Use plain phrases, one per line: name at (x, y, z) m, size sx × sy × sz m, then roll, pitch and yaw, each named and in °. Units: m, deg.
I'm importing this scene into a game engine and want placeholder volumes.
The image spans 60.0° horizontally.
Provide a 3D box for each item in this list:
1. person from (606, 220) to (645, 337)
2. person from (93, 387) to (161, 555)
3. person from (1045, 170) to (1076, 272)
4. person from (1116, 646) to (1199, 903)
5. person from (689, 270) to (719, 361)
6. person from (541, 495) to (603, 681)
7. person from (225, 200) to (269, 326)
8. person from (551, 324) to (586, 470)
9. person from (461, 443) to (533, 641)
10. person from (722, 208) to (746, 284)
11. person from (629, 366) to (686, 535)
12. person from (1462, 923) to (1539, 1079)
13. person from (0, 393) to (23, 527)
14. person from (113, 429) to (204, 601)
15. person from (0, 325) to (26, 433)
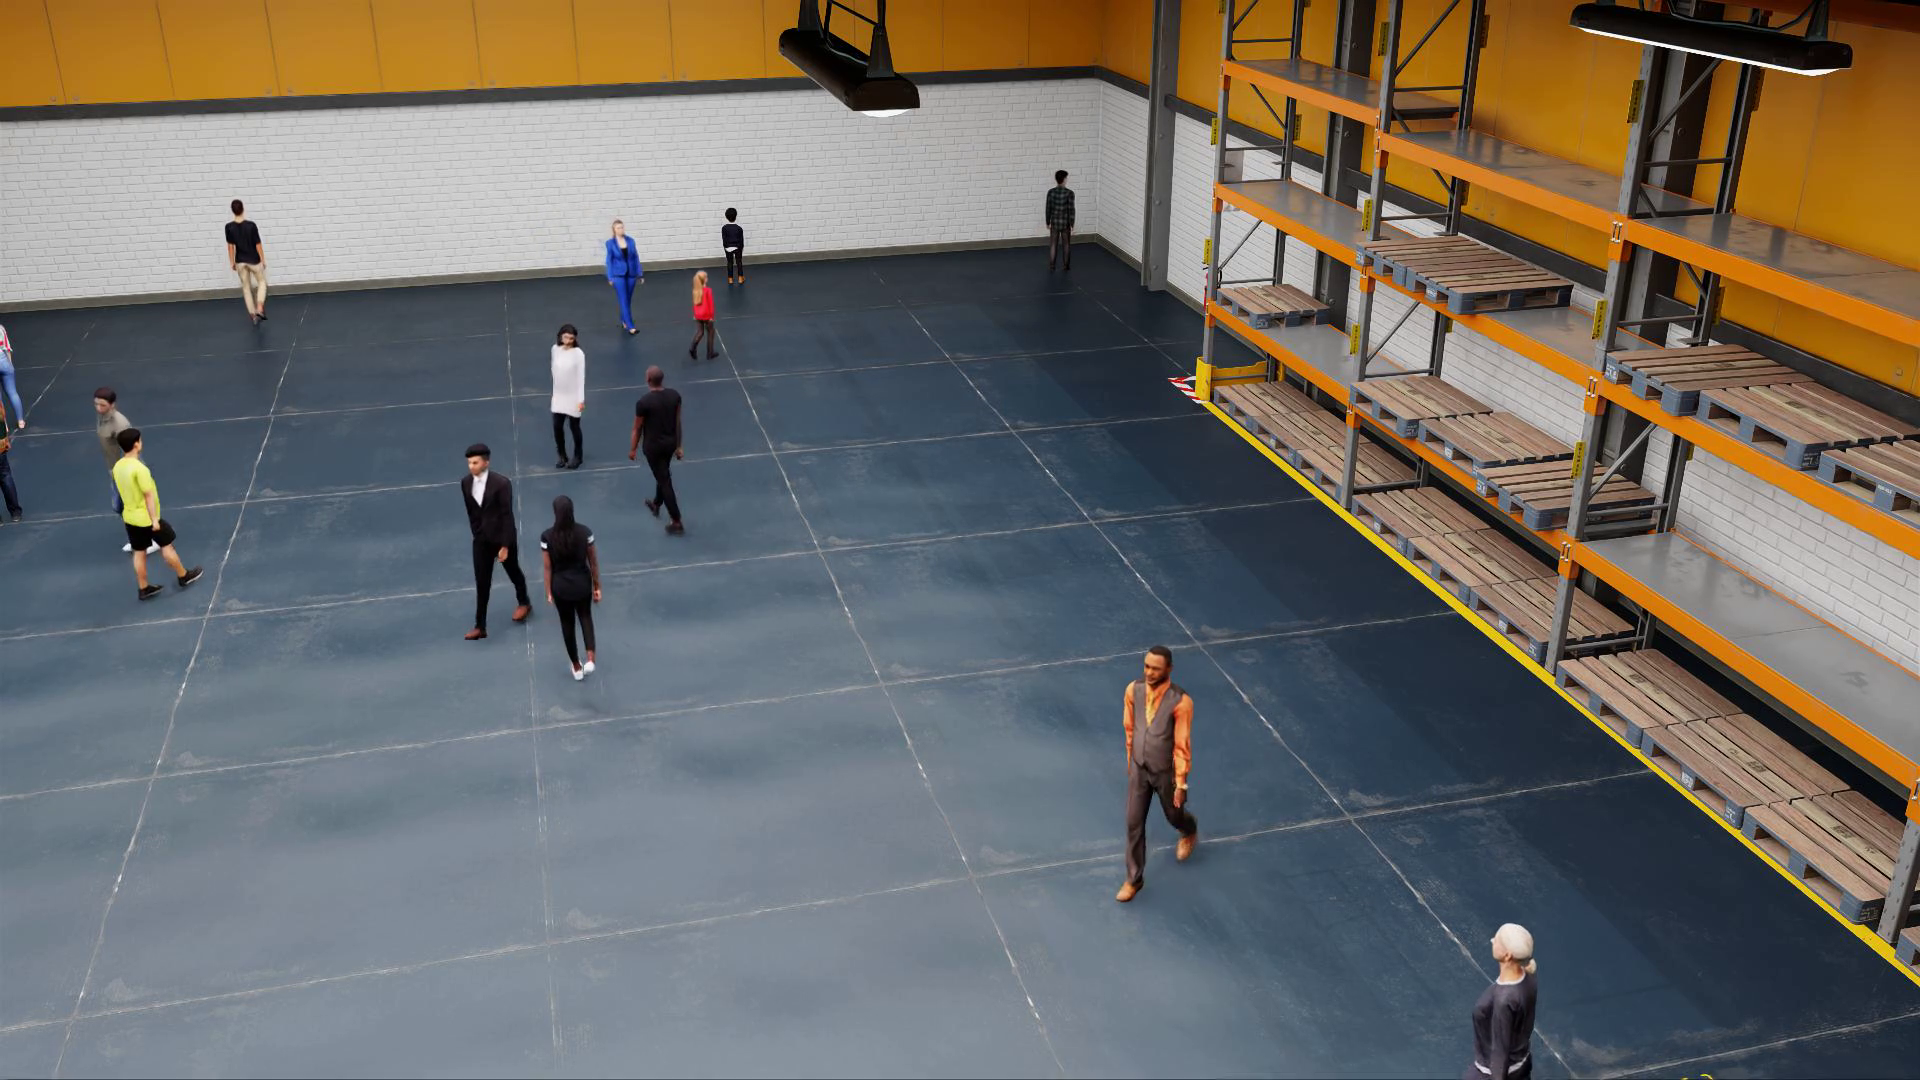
person at (-4.937, -3.835, 24.286) m, size 0.883 × 1.666 × 1.163 m, roll -16°, pitch 28°, yaw -33°
person at (-8.427, -0.718, 16.950) m, size 0.911 × 1.829 × 0.833 m, roll -20°, pitch 31°, yaw -38°
person at (1.665, -5.308, 27.734) m, size 0.742 × 1.713 × 0.720 m, roll 7°, pitch 25°, yaw 16°
person at (1.438, 1.568, 11.658) m, size 1.251 × 1.880 × 1.259 m, roll 15°, pitch 28°, yaw 31°
person at (-3.588, -3.100, 23.096) m, size 0.745 × 1.272 × 0.806 m, roll 13°, pitch 27°, yaw 27°
person at (-3.349, 0.463, 14.386) m, size 0.636 × 1.720 × 0.758 m, roll -7°, pitch 25°, yaw -15°
person at (-10.555, -4.090, 24.646) m, size 0.662 × 1.844 × 0.678 m, roll -5°, pitch 24°, yaw -12°
person at (-4.503, -1.652, 19.164) m, size 0.773 × 1.768 × 0.799 m, roll 14°, pitch 27°, yaw 28°
person at (-4.234, -0.033, 15.382) m, size 1.092 × 1.831 × 1.294 m, roll 6°, pitch 24°, yaw 14°
person at (-3.682, -4.794, 27.027) m, size 0.547 × 1.227 × 0.559 m, roll -1°, pitch 24°, yaw -2°
person at (-3.091, -0.911, 17.449) m, size 1.015 × 1.784 × 1.206 m, roll -22°, pitch 32°, yaw -40°
person at (3.000, 2.852, 8.972) m, size 1.191 × 1.679 × 1.047 m, roll 18°, pitch 29°, yaw 36°
person at (-10.369, -1.032, 17.698) m, size 0.851 × 1.806 × 0.820 m, roll 19°, pitch 30°, yaw 37°
person at (-7.911, -0.218, 15.978) m, size 0.931 × 1.692 × 1.013 m, roll 10°, pitch 26°, yaw 23°
person at (-11.855, -2.131, 20.453) m, size 0.665 × 1.614 × 0.670 m, roll -21°, pitch 31°, yaw -40°
